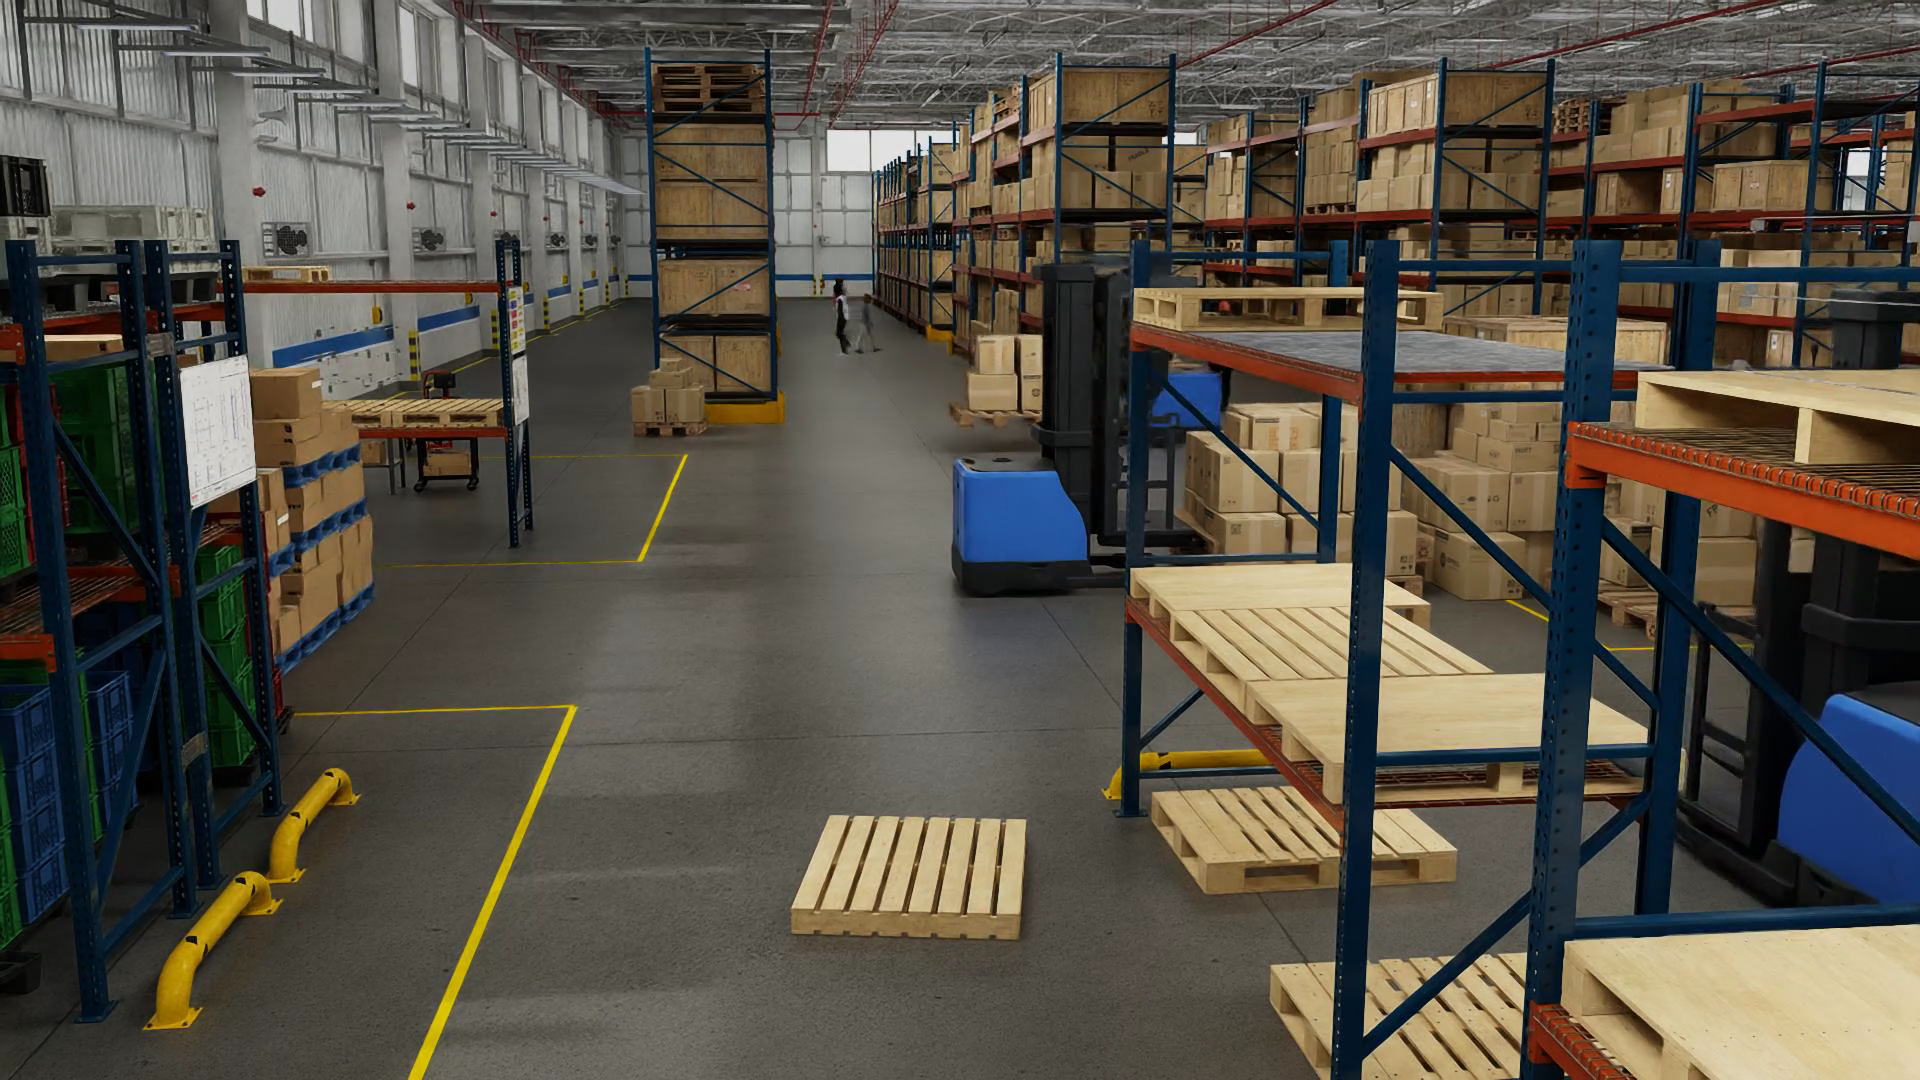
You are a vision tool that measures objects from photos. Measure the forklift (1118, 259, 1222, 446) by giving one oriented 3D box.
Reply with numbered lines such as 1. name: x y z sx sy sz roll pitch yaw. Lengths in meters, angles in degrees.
1. forklift: 2.871 -2.826 24.592 1.873 2.768 1.129 -1 10 -6

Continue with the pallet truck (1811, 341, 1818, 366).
1. pallet truck: 15.846 -3.142 28.793 1.885 1.965 0.823 2 10 12

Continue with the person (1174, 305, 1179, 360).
1. person: 4.774 -4.532 37.506 0.314 1.633 0.517 -4 11 -22

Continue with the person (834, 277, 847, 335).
1. person: -3.845 -7.522 53.526 0.430 1.837 0.626 -4 11 -21

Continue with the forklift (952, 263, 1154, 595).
1. forklift: 0.901 -1.002 14.486 1.873 2.768 1.129 -1 10 -6

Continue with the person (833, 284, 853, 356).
1. person: -3.130 -5.797 43.839 0.455 1.876 0.642 1 10 7

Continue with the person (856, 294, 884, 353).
1. person: -2.428 -5.793 44.596 0.831 1.591 0.496 0 10 0

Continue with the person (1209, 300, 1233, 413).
1. person: 4.618 -3.209 29.203 0.624 1.978 0.432 -1 10 -3

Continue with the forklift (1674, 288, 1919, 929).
1. forklift: 4.236 0.294 7.306 1.129 2.768 1.873 -1 10 -7
